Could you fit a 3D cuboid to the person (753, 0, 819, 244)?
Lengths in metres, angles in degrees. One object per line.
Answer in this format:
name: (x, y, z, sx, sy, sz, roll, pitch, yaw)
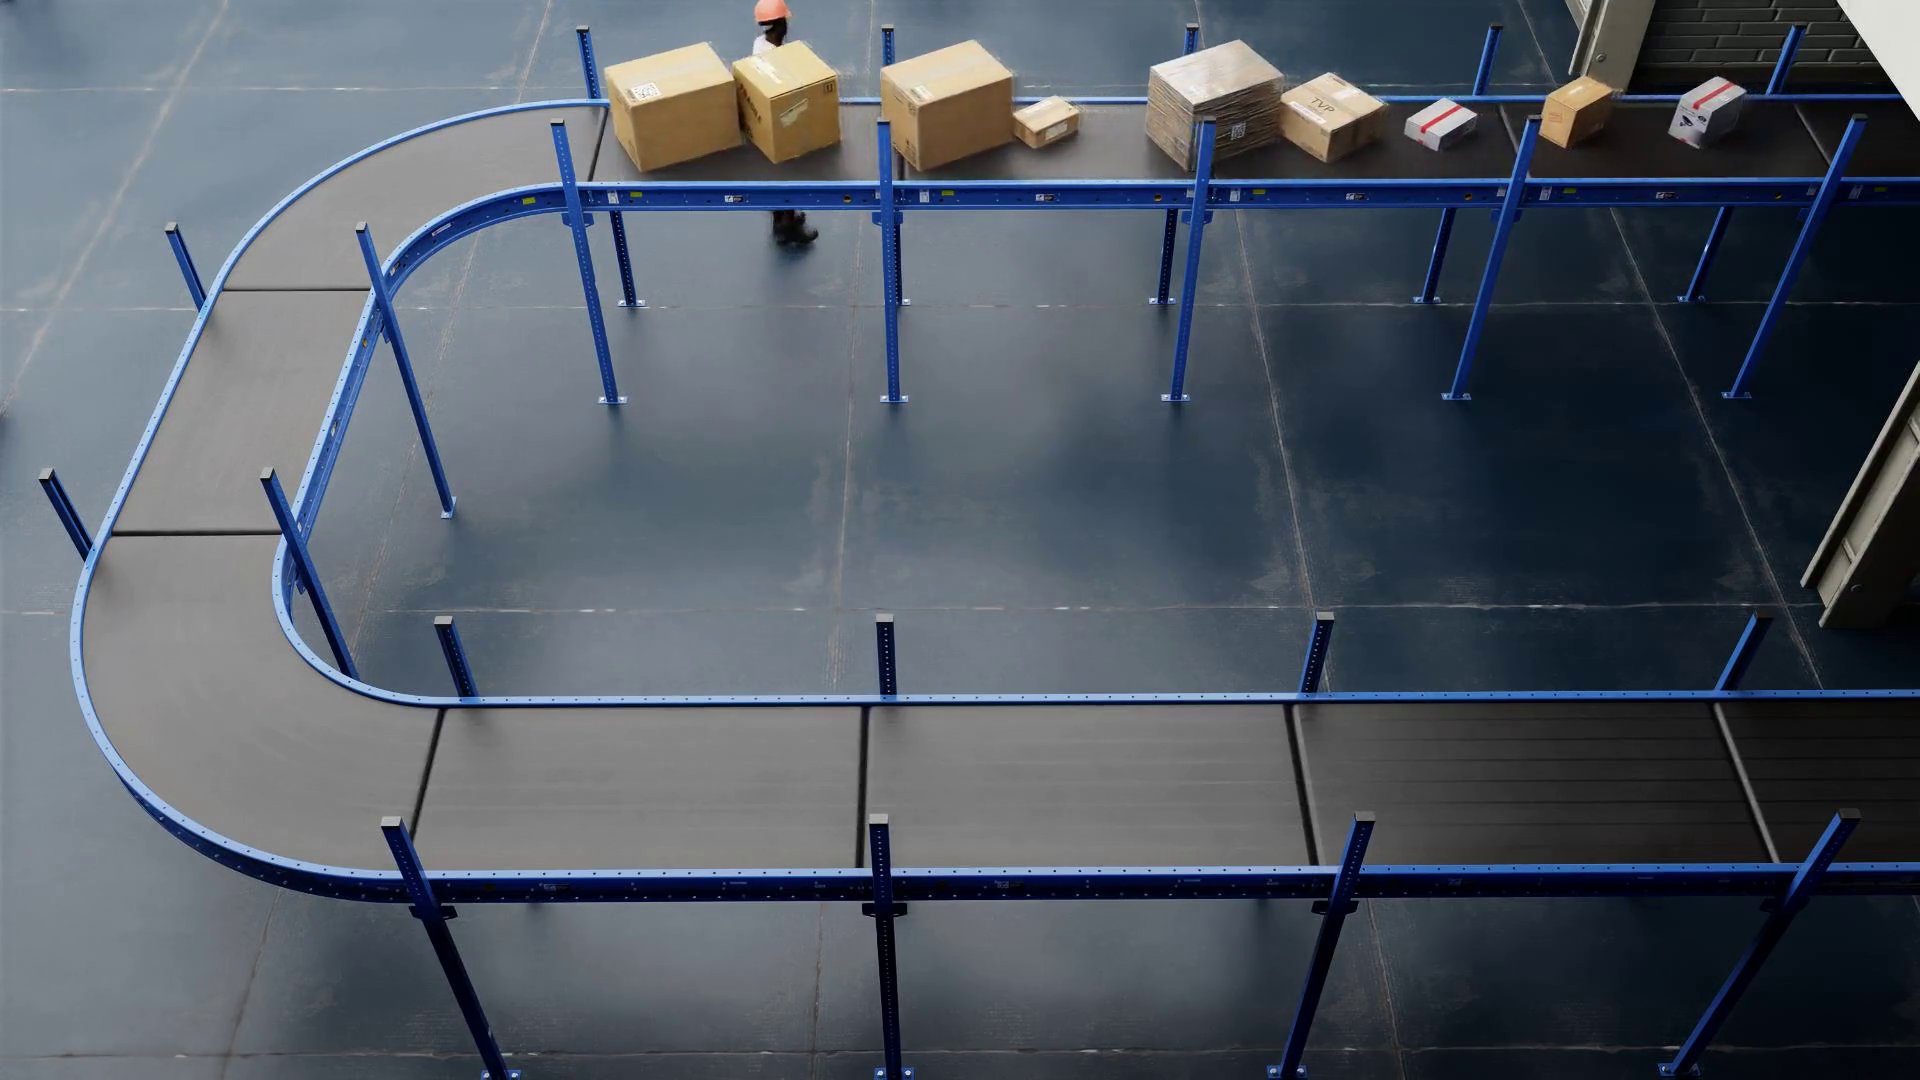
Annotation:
person: (-1.337, -3.158, 12.937, 0.381, 1.882, 0.644, -17, 49, -15)
